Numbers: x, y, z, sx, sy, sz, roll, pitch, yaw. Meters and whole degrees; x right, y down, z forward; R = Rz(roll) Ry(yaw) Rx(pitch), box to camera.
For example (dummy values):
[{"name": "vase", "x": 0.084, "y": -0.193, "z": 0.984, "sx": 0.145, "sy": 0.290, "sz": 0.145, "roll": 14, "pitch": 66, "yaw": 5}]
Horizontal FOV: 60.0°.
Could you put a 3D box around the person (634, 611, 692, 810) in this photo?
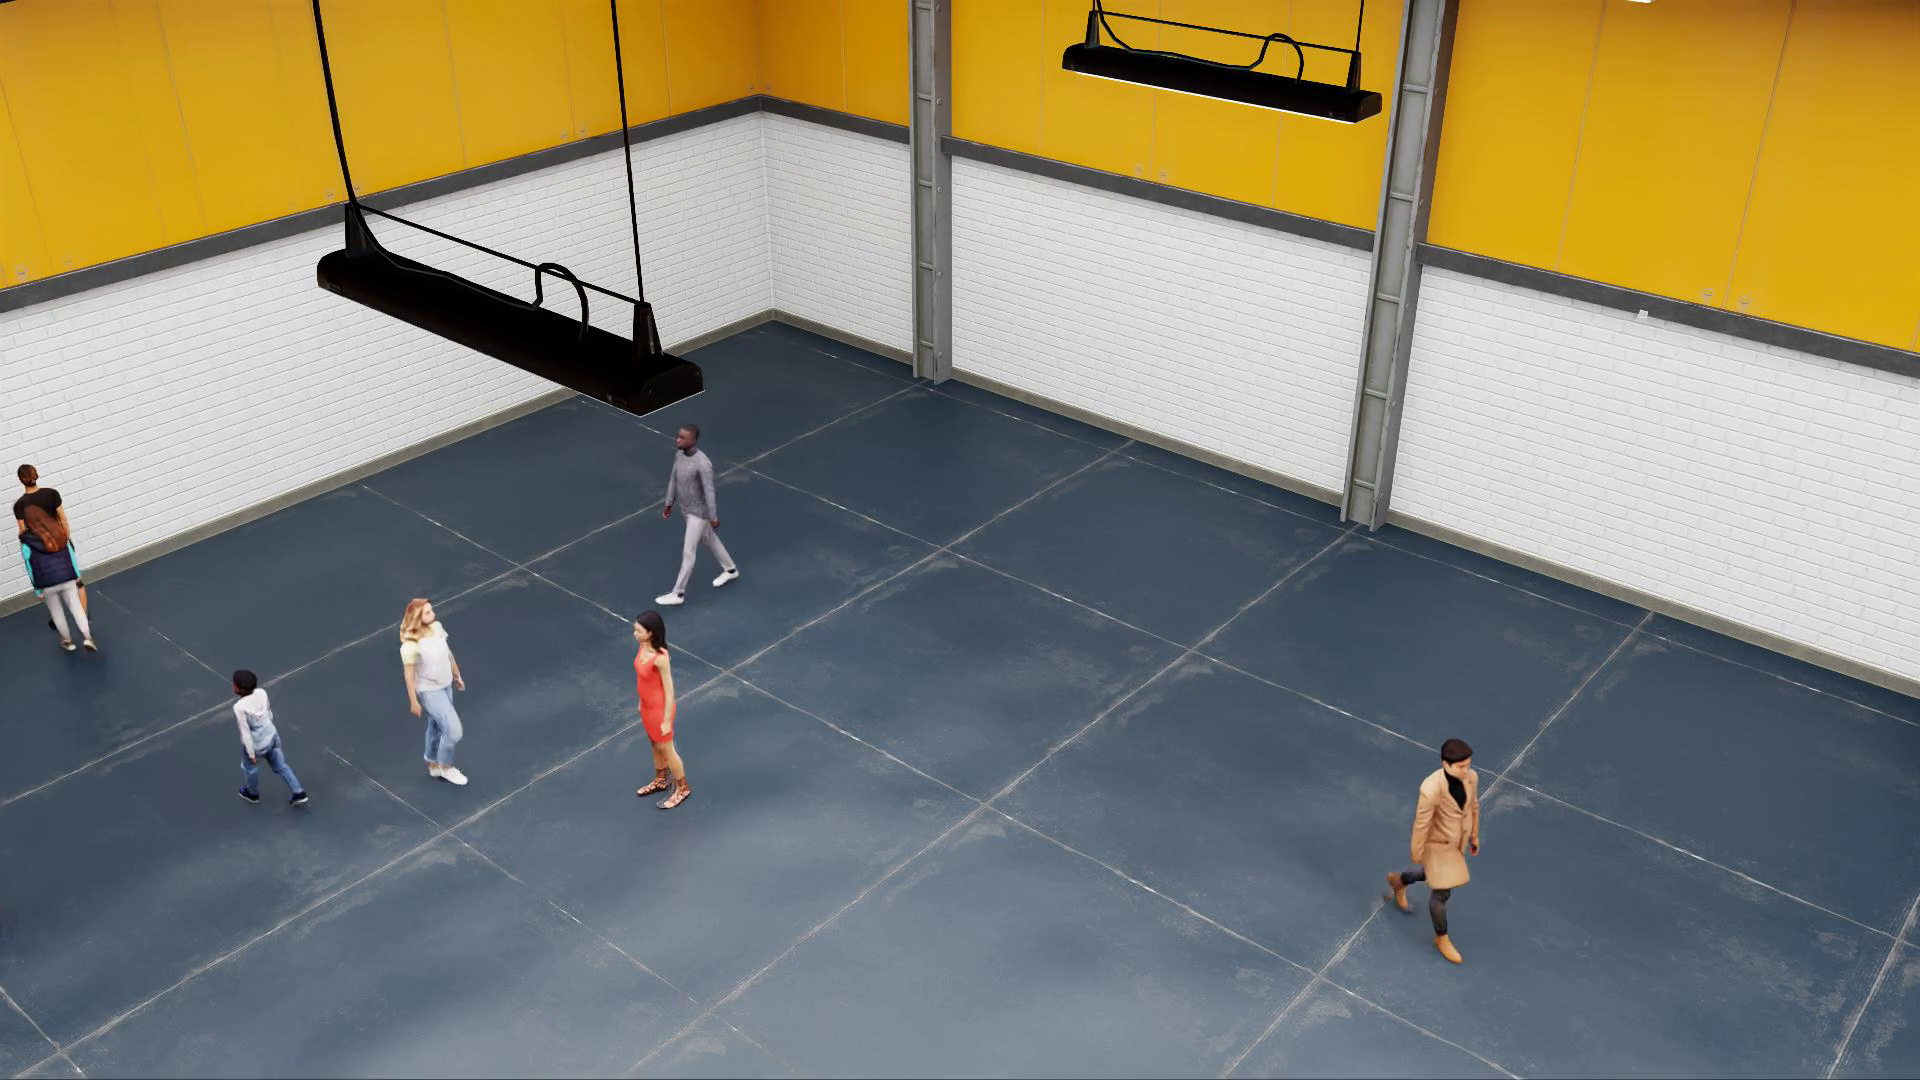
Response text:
[{"name": "person", "x": -2.348, "y": 1.300, "z": 12.968, "sx": 0.725, "sy": 1.720, "sz": 0.602, "roll": -19, "pitch": 34, "yaw": -31}]

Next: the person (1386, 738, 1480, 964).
[{"name": "person", "x": 3.323, "y": 2.053, "z": 11.607, "sx": 0.854, "sy": 1.700, "sz": 1.134, "roll": -17, "pitch": 33, "yaw": -28}]

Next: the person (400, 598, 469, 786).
[{"name": "person", "x": -4.250, "y": 1.191, "z": 13.180, "sx": 0.819, "sy": 1.707, "sz": 0.771, "roll": 5, "pitch": 29, "yaw": 9}]

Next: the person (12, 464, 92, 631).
[{"name": "person", "x": -8.377, "y": 0.058, "z": 15.295, "sx": 0.512, "sy": 1.670, "sz": 0.580, "roll": 23, "pitch": 36, "yaw": 35}]

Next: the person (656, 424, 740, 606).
[{"name": "person", "x": -2.424, "y": -0.287, "z": 15.801, "sx": 0.979, "sy": 1.792, "sz": 1.190, "roll": -18, "pitch": 33, "yaw": -29}]

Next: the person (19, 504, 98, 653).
[{"name": "person", "x": -8.073, "y": 0.383, "z": 14.896, "sx": 0.817, "sy": 1.483, "sz": 0.585, "roll": 24, "pitch": 37, "yaw": 36}]

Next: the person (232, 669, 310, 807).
[{"name": "person", "x": -5.414, "y": 1.569, "z": 12.970, "sx": 0.923, "sy": 1.245, "sz": 0.626, "roll": 13, "pitch": 31, "yaw": 23}]
